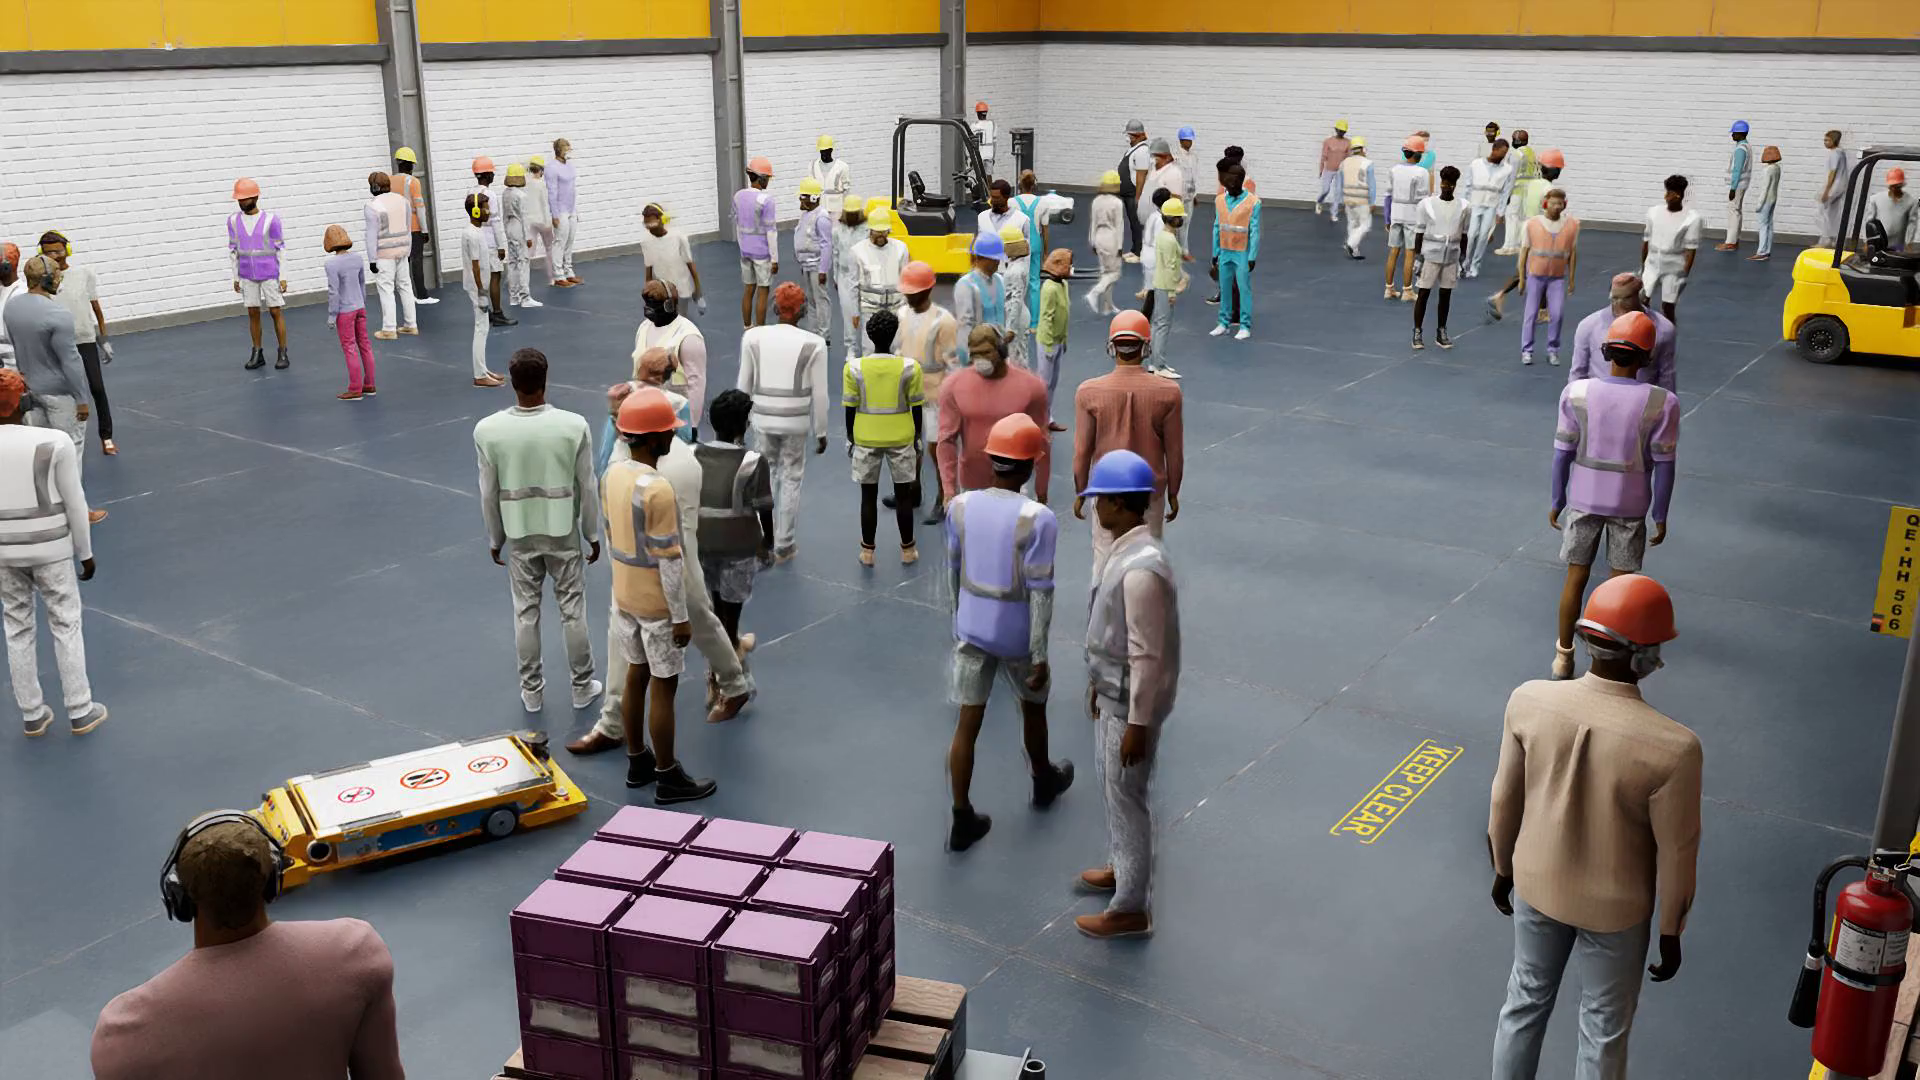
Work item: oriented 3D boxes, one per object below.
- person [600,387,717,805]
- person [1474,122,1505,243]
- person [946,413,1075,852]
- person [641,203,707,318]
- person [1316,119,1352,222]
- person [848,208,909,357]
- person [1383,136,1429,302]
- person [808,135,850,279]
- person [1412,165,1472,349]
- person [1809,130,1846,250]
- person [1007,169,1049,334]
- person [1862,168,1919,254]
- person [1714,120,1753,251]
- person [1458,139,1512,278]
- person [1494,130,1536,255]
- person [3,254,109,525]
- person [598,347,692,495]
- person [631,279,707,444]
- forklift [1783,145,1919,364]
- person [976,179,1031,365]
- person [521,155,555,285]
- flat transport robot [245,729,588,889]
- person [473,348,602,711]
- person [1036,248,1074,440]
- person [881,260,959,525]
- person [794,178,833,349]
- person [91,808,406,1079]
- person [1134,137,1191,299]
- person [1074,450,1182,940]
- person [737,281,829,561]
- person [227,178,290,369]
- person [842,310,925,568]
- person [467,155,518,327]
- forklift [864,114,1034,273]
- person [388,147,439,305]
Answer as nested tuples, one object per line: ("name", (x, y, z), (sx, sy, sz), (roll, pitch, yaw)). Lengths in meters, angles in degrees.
("person", (-1.395, 0.259, 7.612), (0.368, 1.939, 0.542), (-14, 22, -37))
("person", (8.280, -5.614, 26.115), (0.333, 1.860, 0.510), (-16, 24, -41))
("person", (0.227, 0.366, 7.333), (0.569, 1.891, 0.932), (10, 20, 29))
("person", (-2.708, -2.255, 15.658), (0.583, 1.824, 0.572), (7, 19, 22))
("person", (6.476, -6.413, 28.805), (0.550, 1.733, 0.684), (0, 18, -1))
("person", (-0.733, -2.157, 15.373), (0.601, 1.817, 0.403), (-6, 19, -17))
("person", (5.594, -4.007, 20.785), (0.385, 2.041, 0.615), (-14, 23, -37))
("person", (-1.783, -4.497, 22.507), (0.594, 1.924, 0.382), (4, 18, 13))
("person", (5.169, -3.032, 17.875), (0.608, 1.957, 0.391), (-1, 18, -2))
("person", (13.137, -5.235, 24.993), (0.518, 1.806, 0.590), (9, 20, 26))
("person", (0.741, -3.220, 18.667), (0.508, 1.842, 0.351), (-1, 18, -5))
("person", (11.234, -3.628, 20.125), (0.568, 1.719, 0.567), (7, 19, 20))
("person", (11.750, -5.364, 25.203), (0.412, 1.938, 0.610), (10, 20, 29))
("person", (7.102, -4.470, 22.526), (0.657, 1.876, 0.653), (2, 18, 6))
("person", (8.292, -5.174, 24.786), (0.429, 1.833, 0.634), (16, 24, 41))
("person", (-6.352, -1.031, 11.672), (0.635, 1.928, 0.382), (9, 20, 25))
("person", (-1.895, -0.376, 10.156), (0.536, 1.581, 0.795), (4, 18, 12))
("person", (-1.966, -0.830, 11.177), (0.626, 1.844, 0.429), (15, 23, 40))
("forklift", (9.803, -2.879, 17.013), (2.313, 2.155, 1.214), (12, 21, 33))
("person", (0.433, -2.688, 16.866), (0.597, 1.915, 0.370), (10, 20, 28))
("person", (-5.595, -4.164, 21.806), (0.558, 1.720, 0.798), (9, 20, 26))
("flat transport robot", (-2.466, 1.175, 7.442), (1.431, 0.197, 0.652), (-10, 20, -30))
("person", (-2.151, -0.035, 8.569), (0.591, 1.916, 0.392), (-2, 18, -7))
("person", (0.794, -1.672, 14.176), (0.331, 1.622, 0.507), (7, 19, 21))
("person", (-0.297, -1.049, 11.819), (0.718, 1.896, 0.562), (16, 24, 41))
("person", (-1.571, -2.951, 17.822), (0.404, 1.834, 0.591), (-8, 19, -23))
("person", (-1.546, 1.493, 3.753), (0.627, 1.940, 0.372), (-15, 23, -39))
("person", (2.520, -4.038, 20.886), (0.636, 2.000, 0.694), (-6, 19, -19))
("person", (0.663, 0.614, 6.556), (0.410, 1.921, 0.659), (0, 18, 0))
("person", (-1.163, -0.746, 10.867), (0.624, 1.869, 0.446), (3, 18, 10))
("person", (-7.092, -2.684, 16.824), (0.549, 1.934, 0.374), (0, 18, -1))
("person", (-0.495, -0.650, 10.846), (0.538, 1.695, 0.319), (-1, 18, -2))
("person", (-5.420, -3.439, 19.174), (0.545, 1.942, 0.350), (16, 24, 41))
("forklift", (-0.171, -4.594, 22.377), (2.313, 2.155, 1.214), (1, 18, 3))
("person", (-6.807, -3.875, 20.576), (0.586, 1.917, 0.381), (9, 20, 26))
